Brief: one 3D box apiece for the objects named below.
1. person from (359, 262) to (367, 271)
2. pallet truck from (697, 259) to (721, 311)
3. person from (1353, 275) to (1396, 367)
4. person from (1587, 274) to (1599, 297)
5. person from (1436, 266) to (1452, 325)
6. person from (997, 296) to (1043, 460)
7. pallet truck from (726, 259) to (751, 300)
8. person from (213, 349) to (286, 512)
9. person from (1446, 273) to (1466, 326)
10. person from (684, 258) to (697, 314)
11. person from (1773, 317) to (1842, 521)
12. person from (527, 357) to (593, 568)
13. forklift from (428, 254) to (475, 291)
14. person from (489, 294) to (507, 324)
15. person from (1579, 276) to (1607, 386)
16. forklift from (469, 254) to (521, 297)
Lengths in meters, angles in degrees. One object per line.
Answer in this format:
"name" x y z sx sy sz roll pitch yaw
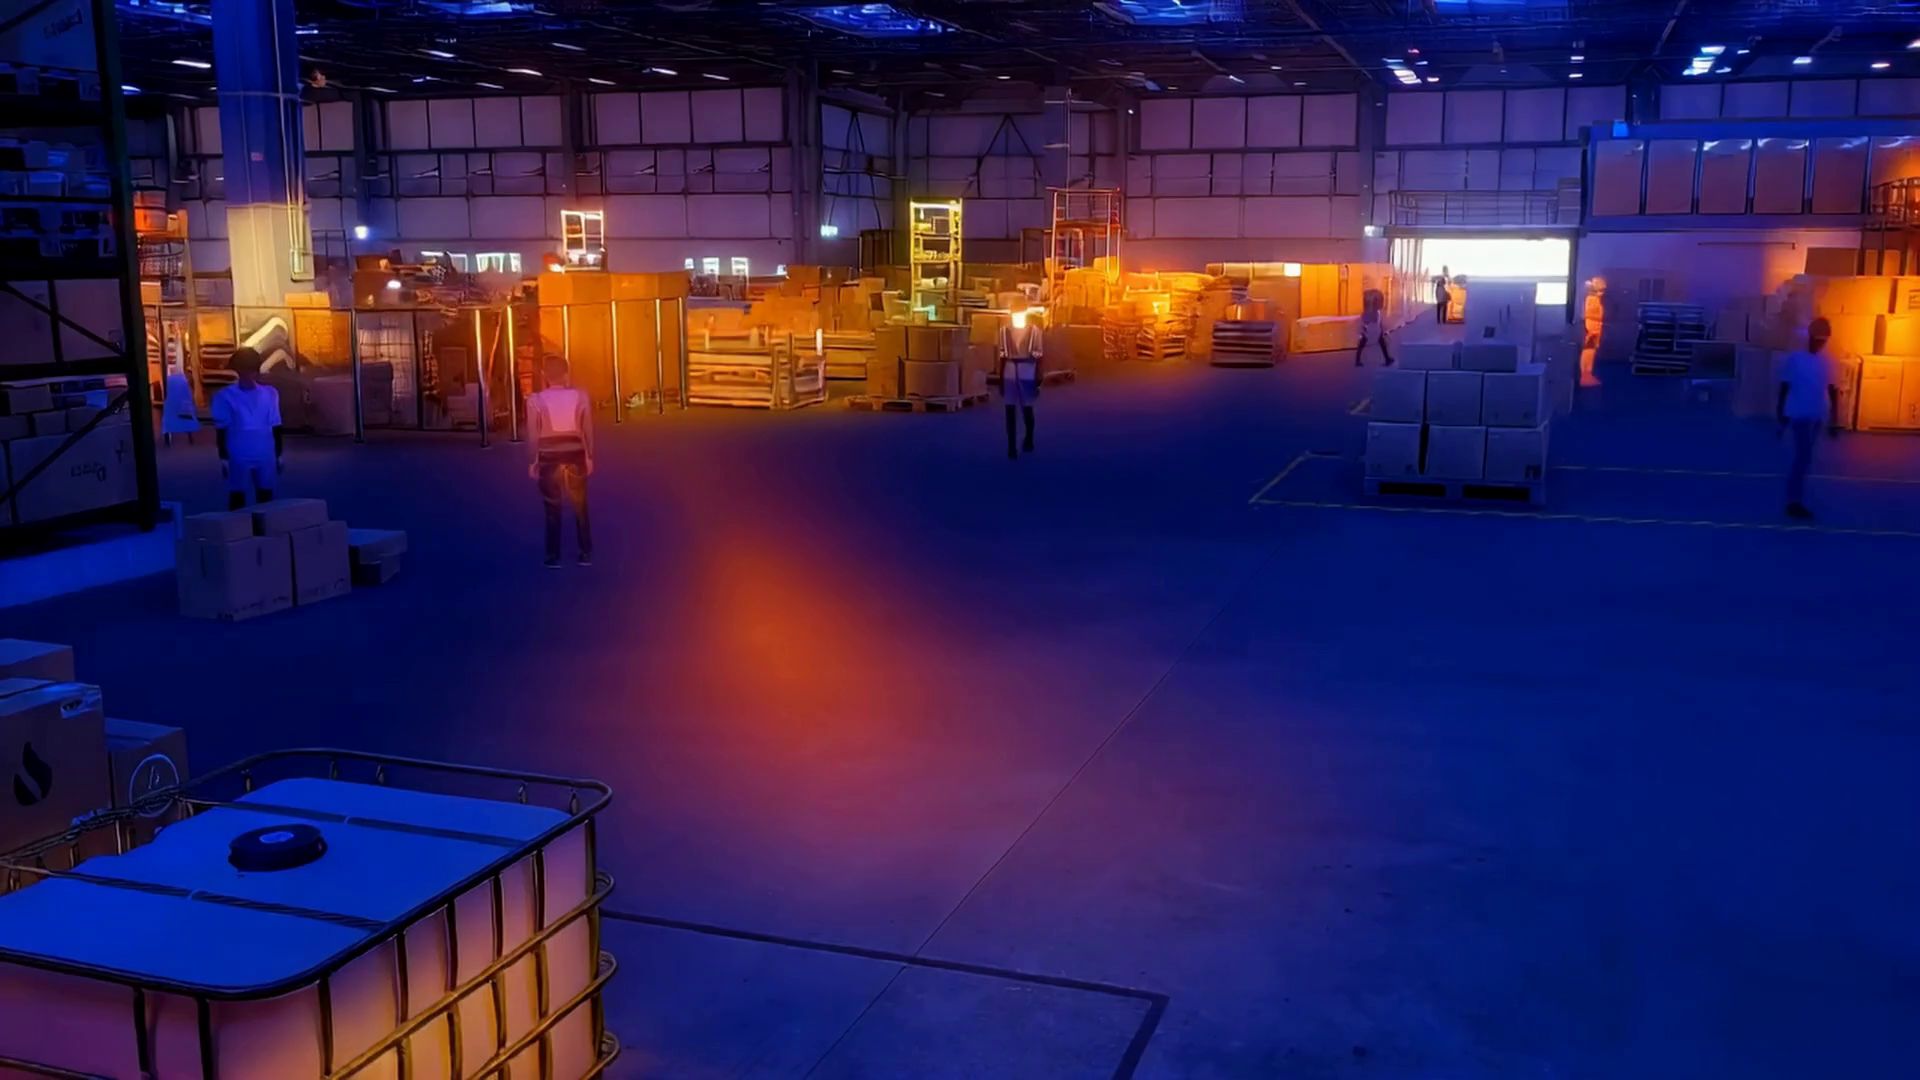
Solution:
"person" -20.512 -8.600 57.264 0.401 1.904 0.641 -3 10 -16
"pallet truck" -9.165 -9.627 62.776 0.823 1.965 1.885 4 11 23
"person" 8.495 -4.478 34.080 1.056 1.904 0.607 -6 12 -30
"person" 16.183 -5.918 42.535 0.317 1.769 0.523 9 14 42
"person" 15.211 -7.678 52.247 0.504 1.839 0.344 8 13 39
"person" 0.723 -1.933 19.706 0.550 1.913 0.866 2 10 11
"pallet truck" -7.986 -9.493 62.019 0.823 1.965 1.885 3 11 17
"person" -5.565 -0.648 13.049 0.530 1.697 0.321 -10 14 -44
"person" 10.928 -4.890 36.417 0.624 1.876 0.939 1 10 4
"person" -9.346 -8.701 57.467 0.406 2.034 0.608 7 12 35
"person" 7.734 -1.085 15.069 0.563 1.850 0.602 -2 10 -11
"person" -3.105 -0.599 12.949 0.521 1.636 0.311 -6 12 -30
"forklift" -20.133 -10.254 65.465 1.157 1.987 2.680 3 11 19
"person" -8.243 -3.575 29.728 0.395 1.618 0.527 3 10 15
"person" 11.314 -3.731 29.728 0.545 1.942 0.351 -9 13 -40
"forklift" -17.990 -10.121 64.684 1.157 1.987 2.680 3 11 17
